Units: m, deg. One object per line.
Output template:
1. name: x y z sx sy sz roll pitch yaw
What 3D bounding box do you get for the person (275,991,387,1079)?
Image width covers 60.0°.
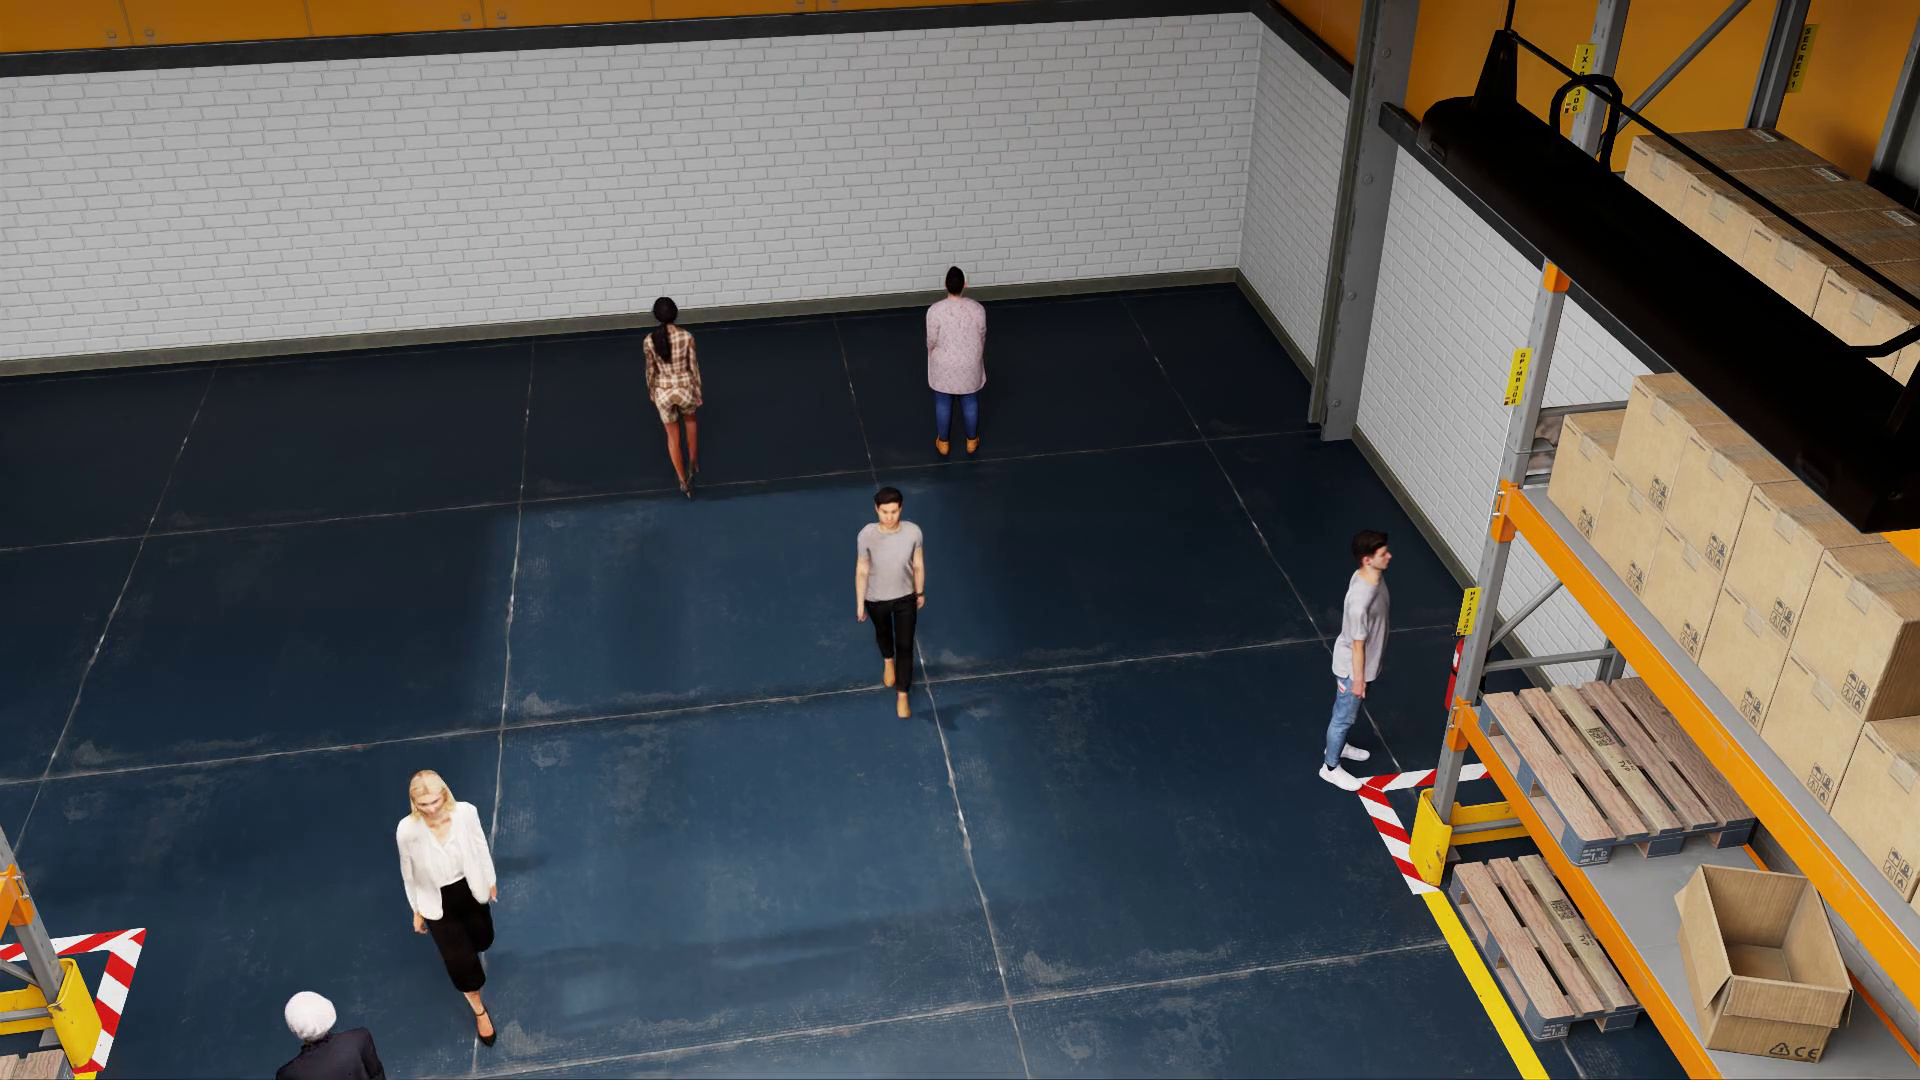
1. person: -2.892 2.812 7.749 0.874 1.767 0.820 -24 40 -31

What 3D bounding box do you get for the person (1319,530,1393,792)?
1. person: 2.567 0.746 10.723 0.817 1.893 0.693 11 35 17

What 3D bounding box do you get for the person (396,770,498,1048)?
1. person: -2.760 1.912 9.020 0.856 1.836 1.108 -17 37 -24

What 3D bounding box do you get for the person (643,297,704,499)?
1. person: -2.329 -1.124 13.639 0.610 1.778 0.716 -4 34 -7

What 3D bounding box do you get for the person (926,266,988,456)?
1. person: -0.040 -1.549 14.311 0.699 1.743 0.634 -3 34 -4

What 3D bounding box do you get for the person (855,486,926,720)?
1. person: -0.475 0.329 11.530 0.750 1.693 1.055 1 34 1
